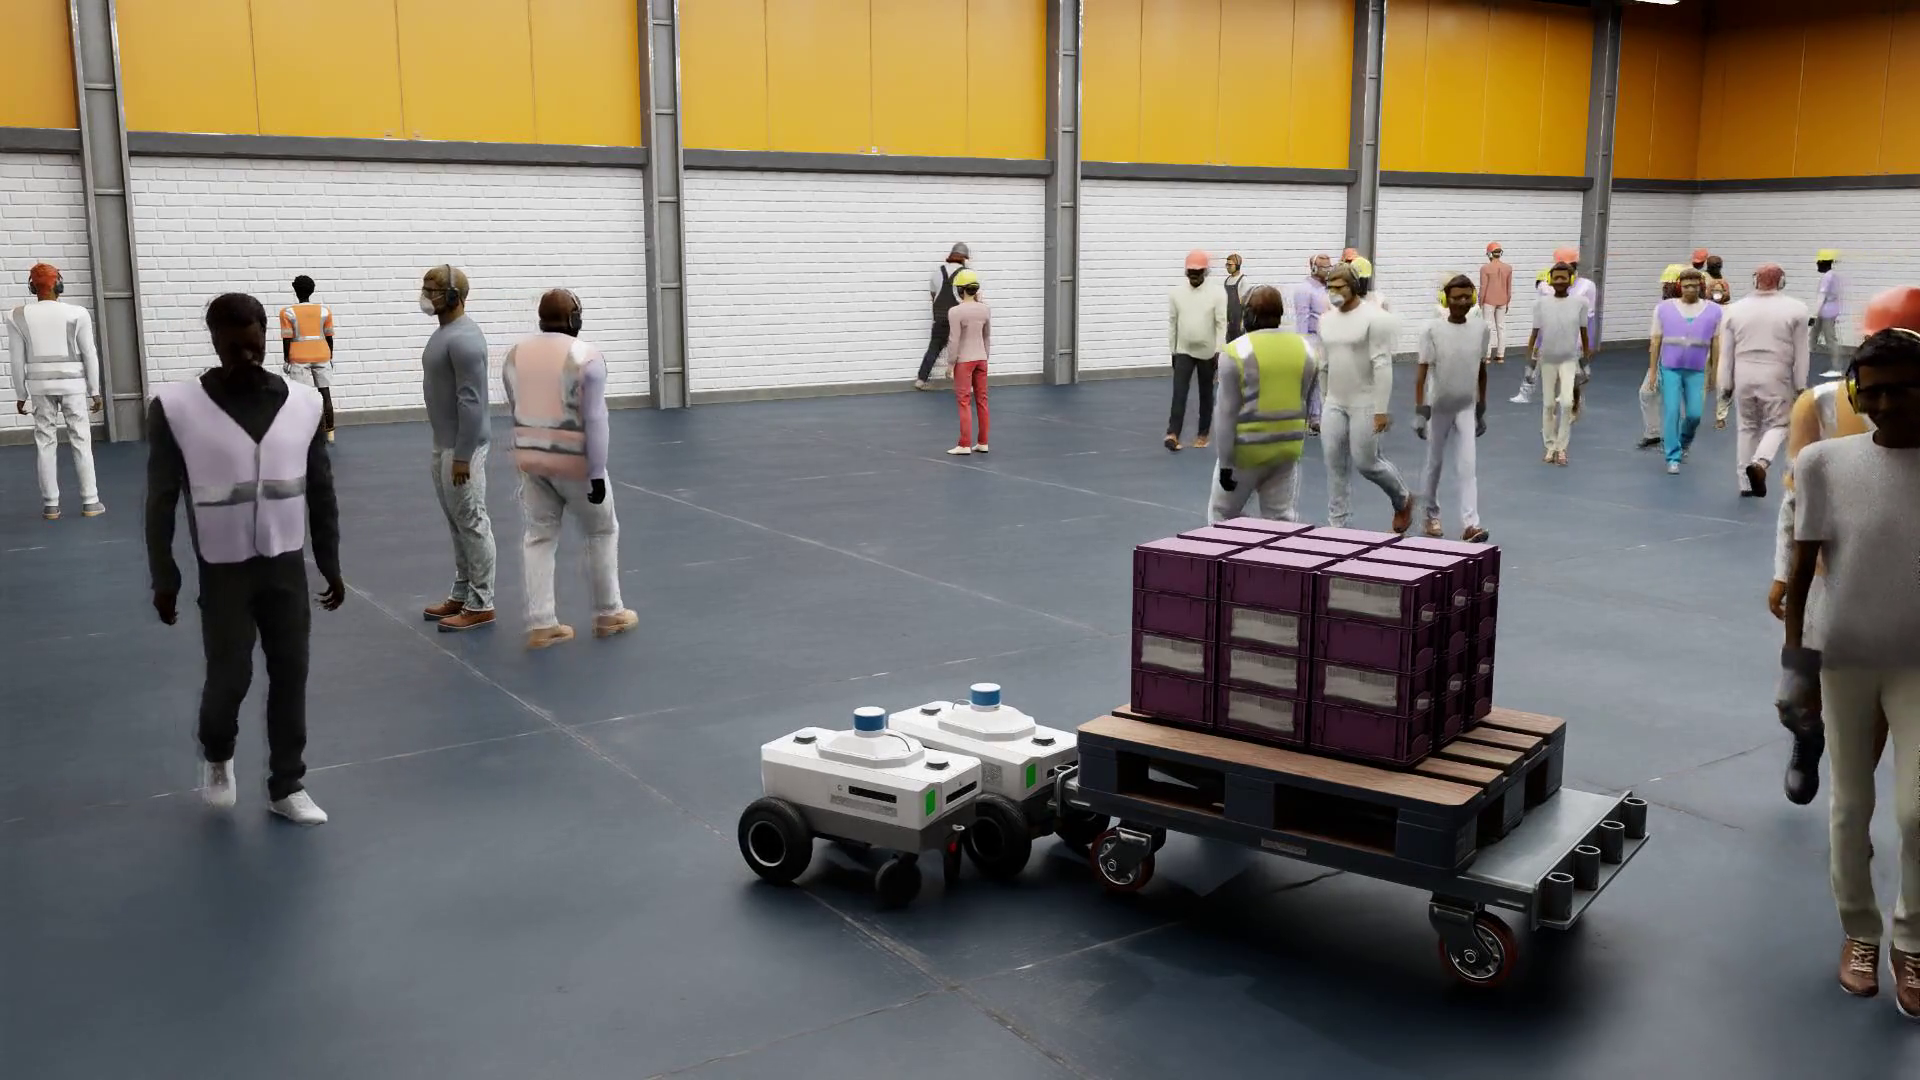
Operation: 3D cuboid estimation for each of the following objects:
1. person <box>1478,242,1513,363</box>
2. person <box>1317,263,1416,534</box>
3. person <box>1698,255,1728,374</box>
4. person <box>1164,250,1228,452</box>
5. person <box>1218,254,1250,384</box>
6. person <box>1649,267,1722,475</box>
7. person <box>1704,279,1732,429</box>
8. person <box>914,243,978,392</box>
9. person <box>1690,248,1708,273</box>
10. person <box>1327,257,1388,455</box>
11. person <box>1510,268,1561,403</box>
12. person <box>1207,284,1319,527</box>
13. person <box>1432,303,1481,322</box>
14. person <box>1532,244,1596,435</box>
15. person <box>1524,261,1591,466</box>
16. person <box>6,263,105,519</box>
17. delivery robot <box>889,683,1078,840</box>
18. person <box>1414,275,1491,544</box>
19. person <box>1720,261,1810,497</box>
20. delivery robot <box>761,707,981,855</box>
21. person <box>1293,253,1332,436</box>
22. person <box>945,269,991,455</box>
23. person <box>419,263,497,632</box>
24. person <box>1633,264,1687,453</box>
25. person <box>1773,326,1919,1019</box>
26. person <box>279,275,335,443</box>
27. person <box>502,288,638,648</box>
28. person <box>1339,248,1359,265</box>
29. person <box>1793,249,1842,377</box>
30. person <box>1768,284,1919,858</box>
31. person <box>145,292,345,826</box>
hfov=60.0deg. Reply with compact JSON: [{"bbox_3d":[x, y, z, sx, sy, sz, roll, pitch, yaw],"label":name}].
[{"bbox_3d":[8.810,-3.915,27.482,0.611,1.986,0.393,-3,11,-16],"label":"person"},{"bbox_3d":[2.708,-0.900,11.181,0.730,1.911,0.666,-7,12,-34],"label":"person"},{"bbox_3d":[11.327,-3.396,25.159,0.661,1.802,0.464,-5,11,-25],"label":"person"},{"bbox_3d":[2.269,-1.822,16.112,0.620,1.937,1.019,4,11,22],"label":"person"},{"bbox_3d":[3.862,-3.091,23.382,0.332,1.842,0.506,-6,12,-30],"label":"person"},{"bbox_3d":[6.387,-1.495,14.700,0.572,1.816,0.531,3,11,14],"label":"person"},{"bbox_3d":[8.216,-2.024,18.118,0.506,1.628,0.276,9,14,41],"label":"person"},{"bbox_3d":[-0.125,-3.001,22.322,0.892,2.000,0.623,5,12,27],"label":"person"},{"bbox_3d":[12.331,-3.919,27.811,0.502,1.894,0.718,1,10,3],"label":"person"},{"bbox_3d":[3.745,-1.710,15.695,0.613,1.876,0.959,0,10,2],"label":"person"},{"bbox_3d":[7.386,-2.568,20.912,0.906,1.695,0.490,-5,12,-26],"label":"person"},{"bbox_3d":[1.576,-0.469,9.055,0.637,1.823,0.695,-4,11,-20],"label":"person"},{"bbox_3d":[5.309,-1.986,17.869,0.522,1.636,0.310,3,11,15],"label":"person"},{"bbox_3d":[6.425,-2.125,17.651,0.613,2.007,0.802,7,12,34],"label":"person"},{"bbox_3d":[5.434,-1.595,15.128,0.570,1.844,0.714,4,11,22],"label":"person"},{"bbox_3d":[-6.681,-1.098,12.313,0.573,1.887,0.355,-4,11,-21],"label":"person"},{"bbox_3d":[0.086,0.732,5.677,0.707,0.478,0.477,9,14,42],"label":"delivery robot"},{"bbox_3d":[3.338,-0.865,11.241,0.558,1.806,0.982,0,10,0],"label":"person"},{"bbox_3d":[6.336,-1.252,13.144,0.659,1.889,0.592,10,14,43],"label":"person"},{"bbox_3d":[-0.290,0.785,5.387,0.707,0.478,0.477,6,12,31],"label":"delivery robot"},{"bbox_3d":[3.762,-2.055,17.506,0.403,1.906,0.652,8,13,39],"label":"person"},{"bbox_3d":[0.075,-1.692,15.899,0.523,1.769,0.315,-9,14,-41],"label":"person"},{"bbox_3d":[-2.678,-0.489,8.834,0.372,1.940,0.631,-6,12,-28],"label":"person"},{"bbox_3d":[6.784,-1.732,15.978,0.592,1.810,0.617,-2,11,-11],"label":"person"},{"bbox_3d":[2.469,0.359,4.454,0.510,1.839,0.576,5,12,27],"label":"person"},{"bbox_3d":[-6.516,-1.793,16.646,0.532,1.696,0.319,-8,13,-38],"label":"person"},{"bbox_3d":[-1.995,-0.383,8.583,0.640,1.810,0.763,4,11,21],"label":"person"},{"bbox_3d":[5.488,-3.191,23.732,0.558,1.910,0.762,-7,13,-35],"label":"person"},{"bbox_3d":[12.777,-3.377,24.796,0.915,1.887,0.610,6,12,29],"label":"person"},{"bbox_3d":[3.084,0.094,5.684,0.576,1.925,0.525,4,11,20],"label":"person"},{"bbox_3d":[-2.500,0.081,5.821,0.638,1.894,0.493,-9,14,-42],"label":"person"}]
